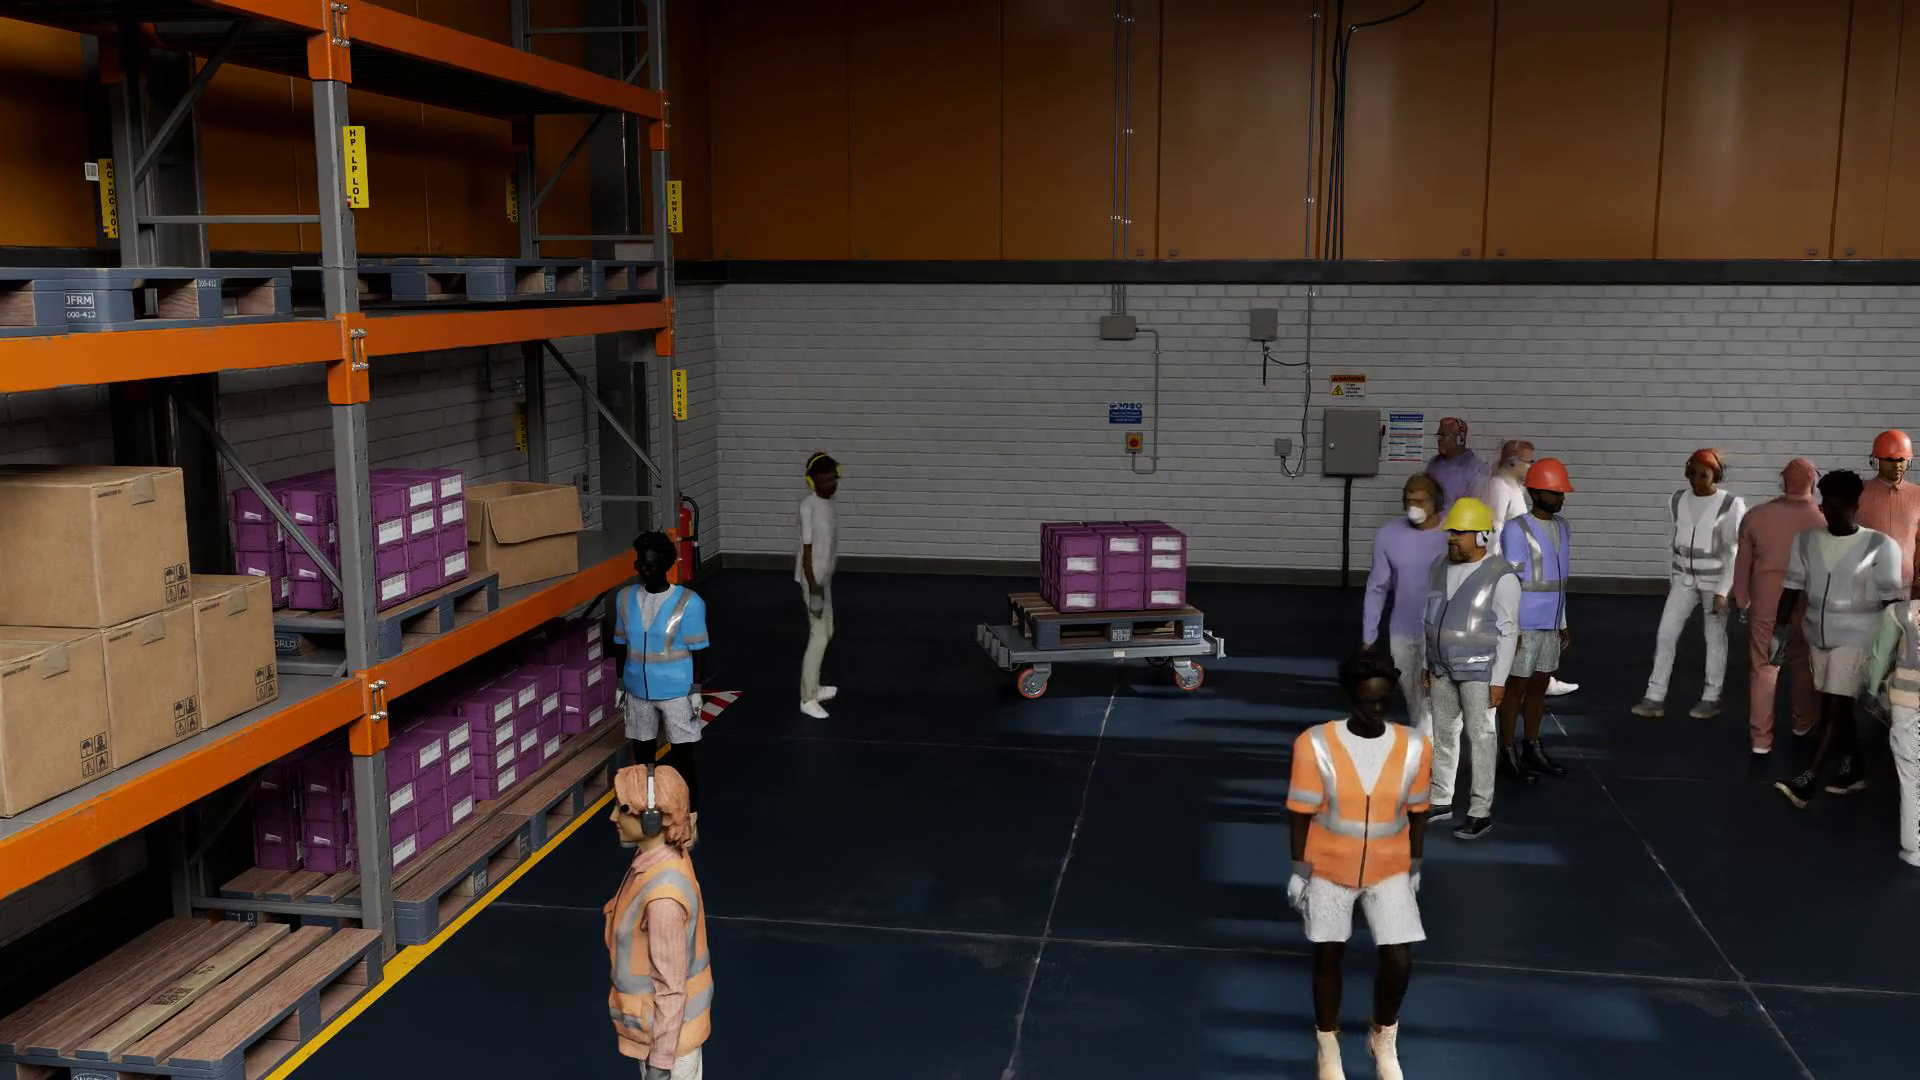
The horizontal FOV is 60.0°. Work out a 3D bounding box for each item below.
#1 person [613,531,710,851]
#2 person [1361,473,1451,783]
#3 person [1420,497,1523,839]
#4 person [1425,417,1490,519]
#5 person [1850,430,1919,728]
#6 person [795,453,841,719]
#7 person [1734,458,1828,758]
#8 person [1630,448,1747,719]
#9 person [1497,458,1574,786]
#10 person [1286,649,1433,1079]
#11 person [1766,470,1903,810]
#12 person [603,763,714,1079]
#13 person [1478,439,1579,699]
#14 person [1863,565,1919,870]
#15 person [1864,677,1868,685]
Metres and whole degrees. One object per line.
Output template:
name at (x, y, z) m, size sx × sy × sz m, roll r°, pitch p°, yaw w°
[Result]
person at (-1.571, 0.789, 8.688) m, size 0.541 × 1.696 × 0.315 m, roll 3°, pitch 10°, yaw 18°
person at (2.569, 0.569, 9.432) m, size 0.635 × 1.888 × 0.972 m, roll 8°, pitch 12°, yaw 41°
person at (2.705, 0.678, 8.955) m, size 0.404 × 1.833 × 0.592 m, roll -6°, pitch 11°, yaw -32°
person at (3.781, -0.003, 12.930) m, size 0.409 × 1.908 × 0.639 m, roll -4°, pitch 10°, yaw -25°
person at (6.083, 0.266, 10.995) m, size 0.613 × 1.994 × 0.382 m, roll 1°, pitch 9°, yaw 6°
person at (-0.959, 0.293, 11.352) m, size 0.447 × 1.828 × 0.667 m, roll 2°, pitch 9°, yaw 14°
person at (5.247, 0.410, 10.527) m, size 0.655 × 1.855 × 0.977 m, roll 6°, pitch 11°, yaw 32°
person at (4.903, 0.315, 11.130) m, size 0.816 × 1.852 × 0.576 m, roll -7°, pitch 11°, yaw -36°
person at (3.438, 0.475, 9.882) m, size 0.544 × 1.939 × 0.354 m, roll -7°, pitch 11°, yaw -35°
person at (1.451, 1.219, 6.089) m, size 0.546 × 1.686 × 0.396 m, roll 1°, pitch 9°, yaw 3°
person at (4.915, 0.558, 9.433) m, size 0.988 × 1.909 × 0.630 m, roll -5°, pitch 11°, yaw -30°
person at (-0.870, 1.441, 4.842) m, size 0.308 × 1.640 × 0.510 m, roll -2°, pitch 10°, yaw -14°
person at (3.885, 0.200, 11.887) m, size 1.040 × 1.844 × 0.650 m, roll 4°, pitch 10°, yaw 21°
person at (4.996, 0.846, 8.646) m, size 0.518 × 1.600 × 0.835 m, roll 2°, pitch 10°, yaw 15°
person at (6.858, 0.211, 11.708) m, size 0.965 × 1.865 × 0.619 m, roll 1°, pitch 9°, yaw 3°
